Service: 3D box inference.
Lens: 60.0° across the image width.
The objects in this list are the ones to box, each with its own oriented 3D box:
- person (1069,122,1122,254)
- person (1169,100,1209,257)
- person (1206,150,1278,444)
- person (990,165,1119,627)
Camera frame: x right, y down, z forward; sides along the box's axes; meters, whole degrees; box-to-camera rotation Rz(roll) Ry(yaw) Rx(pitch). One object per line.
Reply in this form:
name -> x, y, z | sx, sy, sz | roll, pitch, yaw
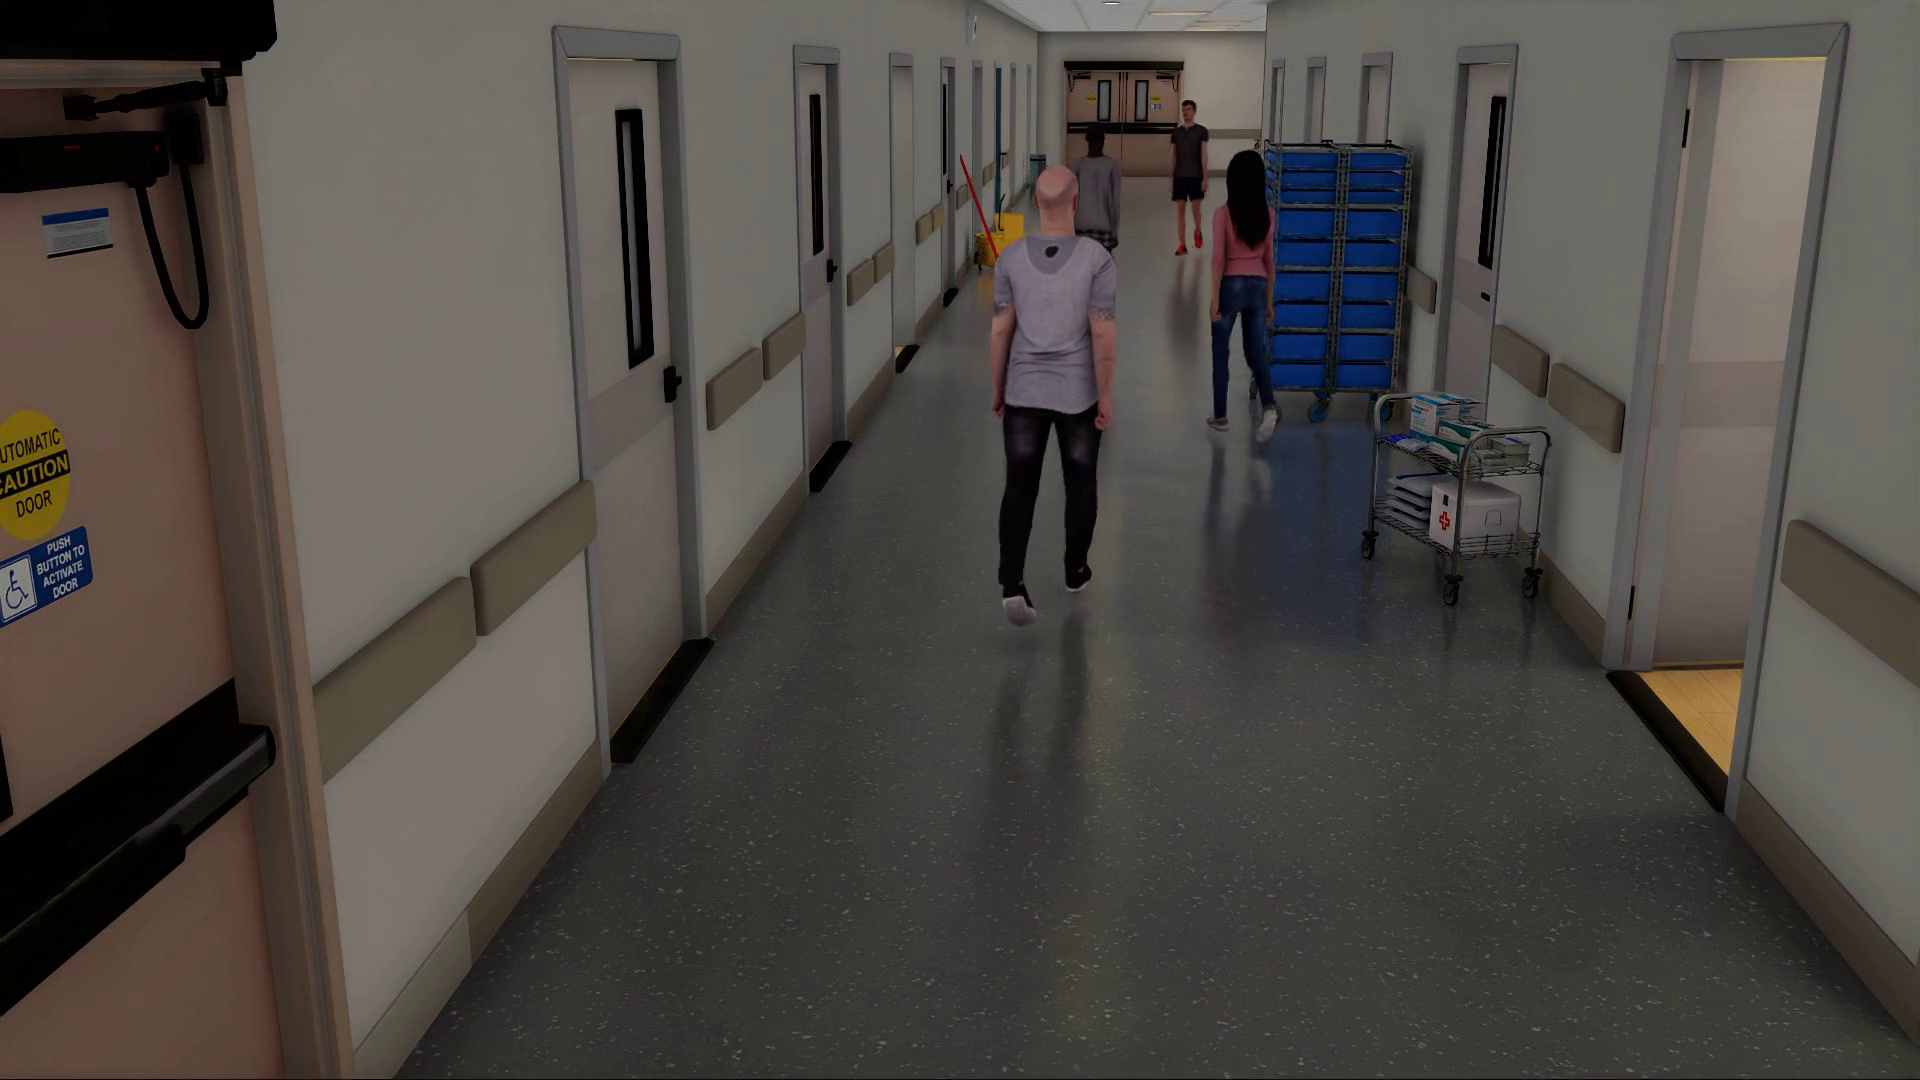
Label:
person -> 1.123, -2.625, 14.112 | 0.667, 1.754, 1.030 | 3, 16, 10
person -> 2.812, -4.402, 20.262 | 0.821, 1.836, 0.995 | 6, 17, 21
person -> 1.717, -1.426, 9.935 | 0.801, 1.713, 1.155 | -3, 16, -11
person -> 0.346, -0.540, 6.631 | 0.784, 1.800, 1.249 | 3, 16, 12
